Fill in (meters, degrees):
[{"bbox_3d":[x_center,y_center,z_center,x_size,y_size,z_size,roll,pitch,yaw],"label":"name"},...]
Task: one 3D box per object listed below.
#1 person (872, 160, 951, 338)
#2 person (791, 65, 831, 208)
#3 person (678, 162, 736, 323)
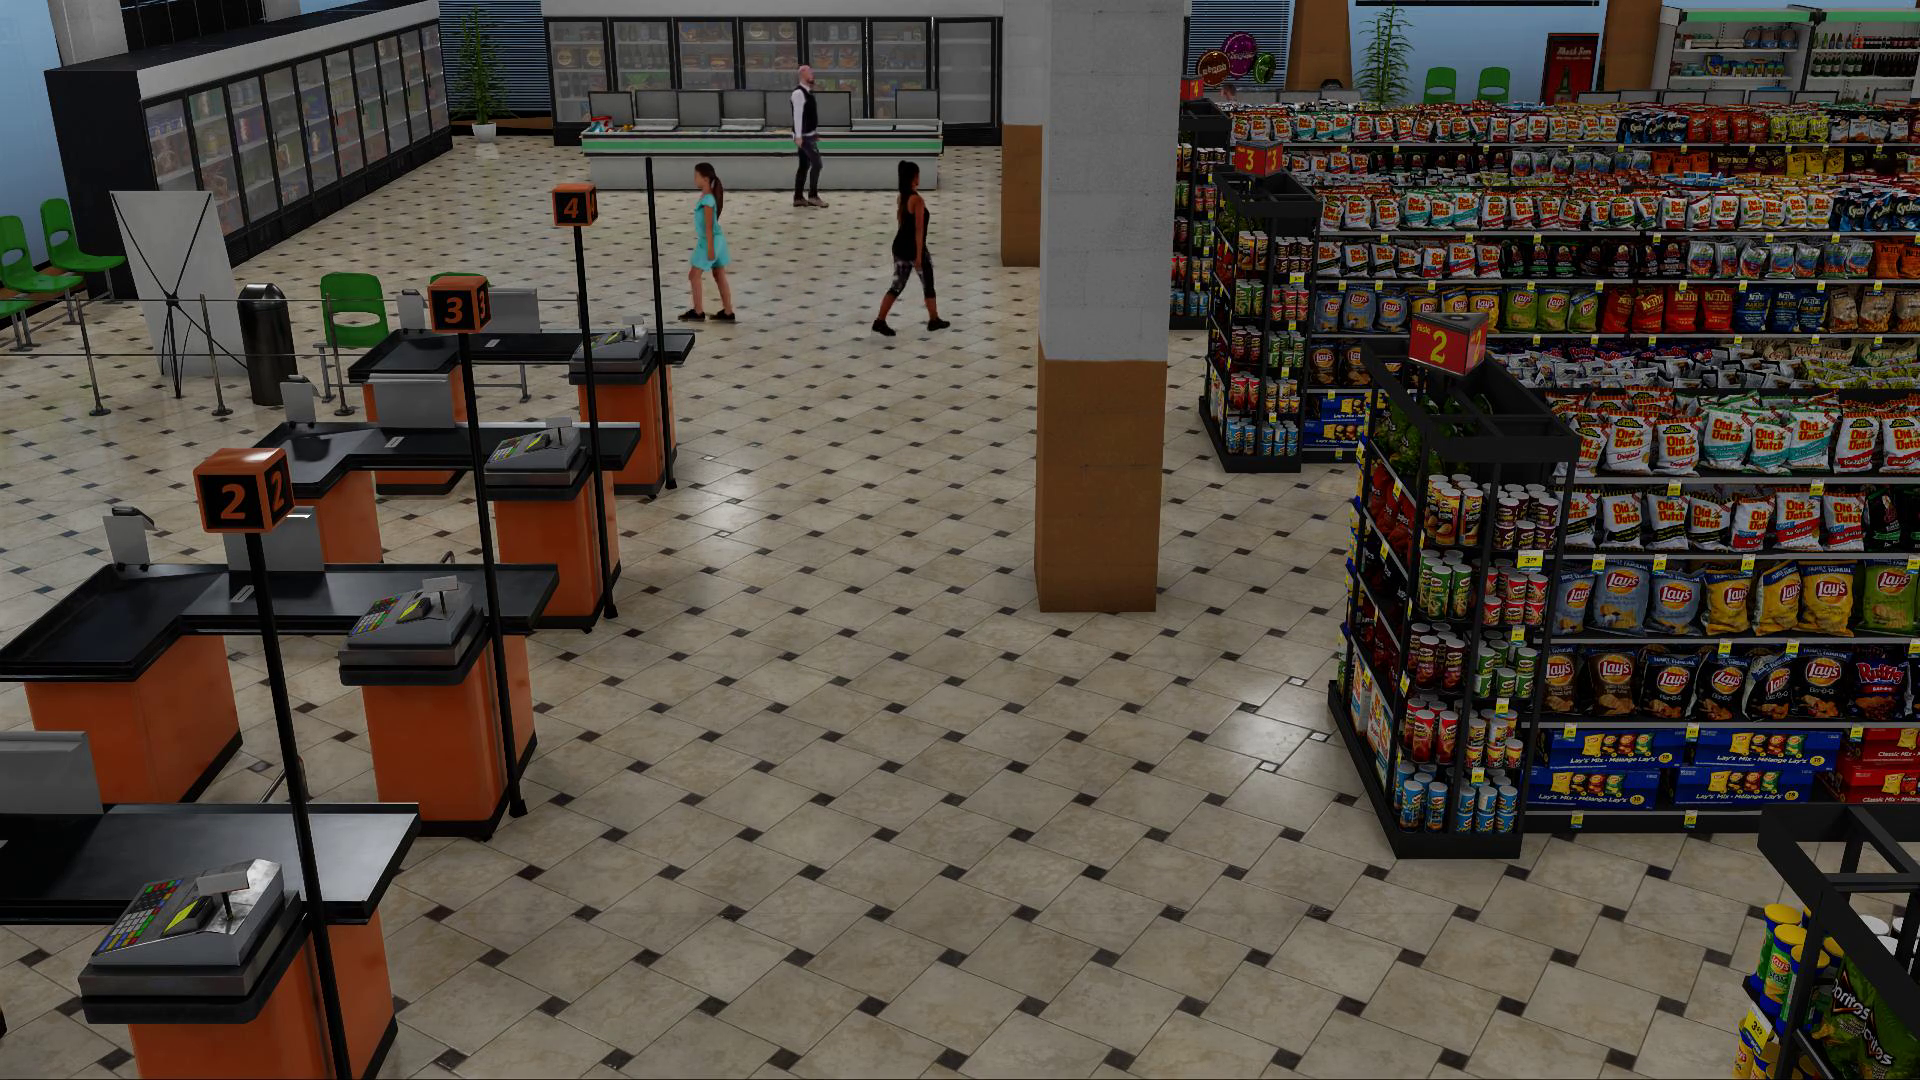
[{"bbox_3d":[-0.540,-2.682,15.533,1.164,1.627,1.028,-15,26,-33],"label":"person"},{"bbox_3d":[-2.088,-5.219,21.606,0.764,1.807,0.737,2,22,6],"label":"person"},{"bbox_3d":[-2.339,-2.860,16.093,0.780,1.541,0.605,3,22,7],"label":"person"}]
